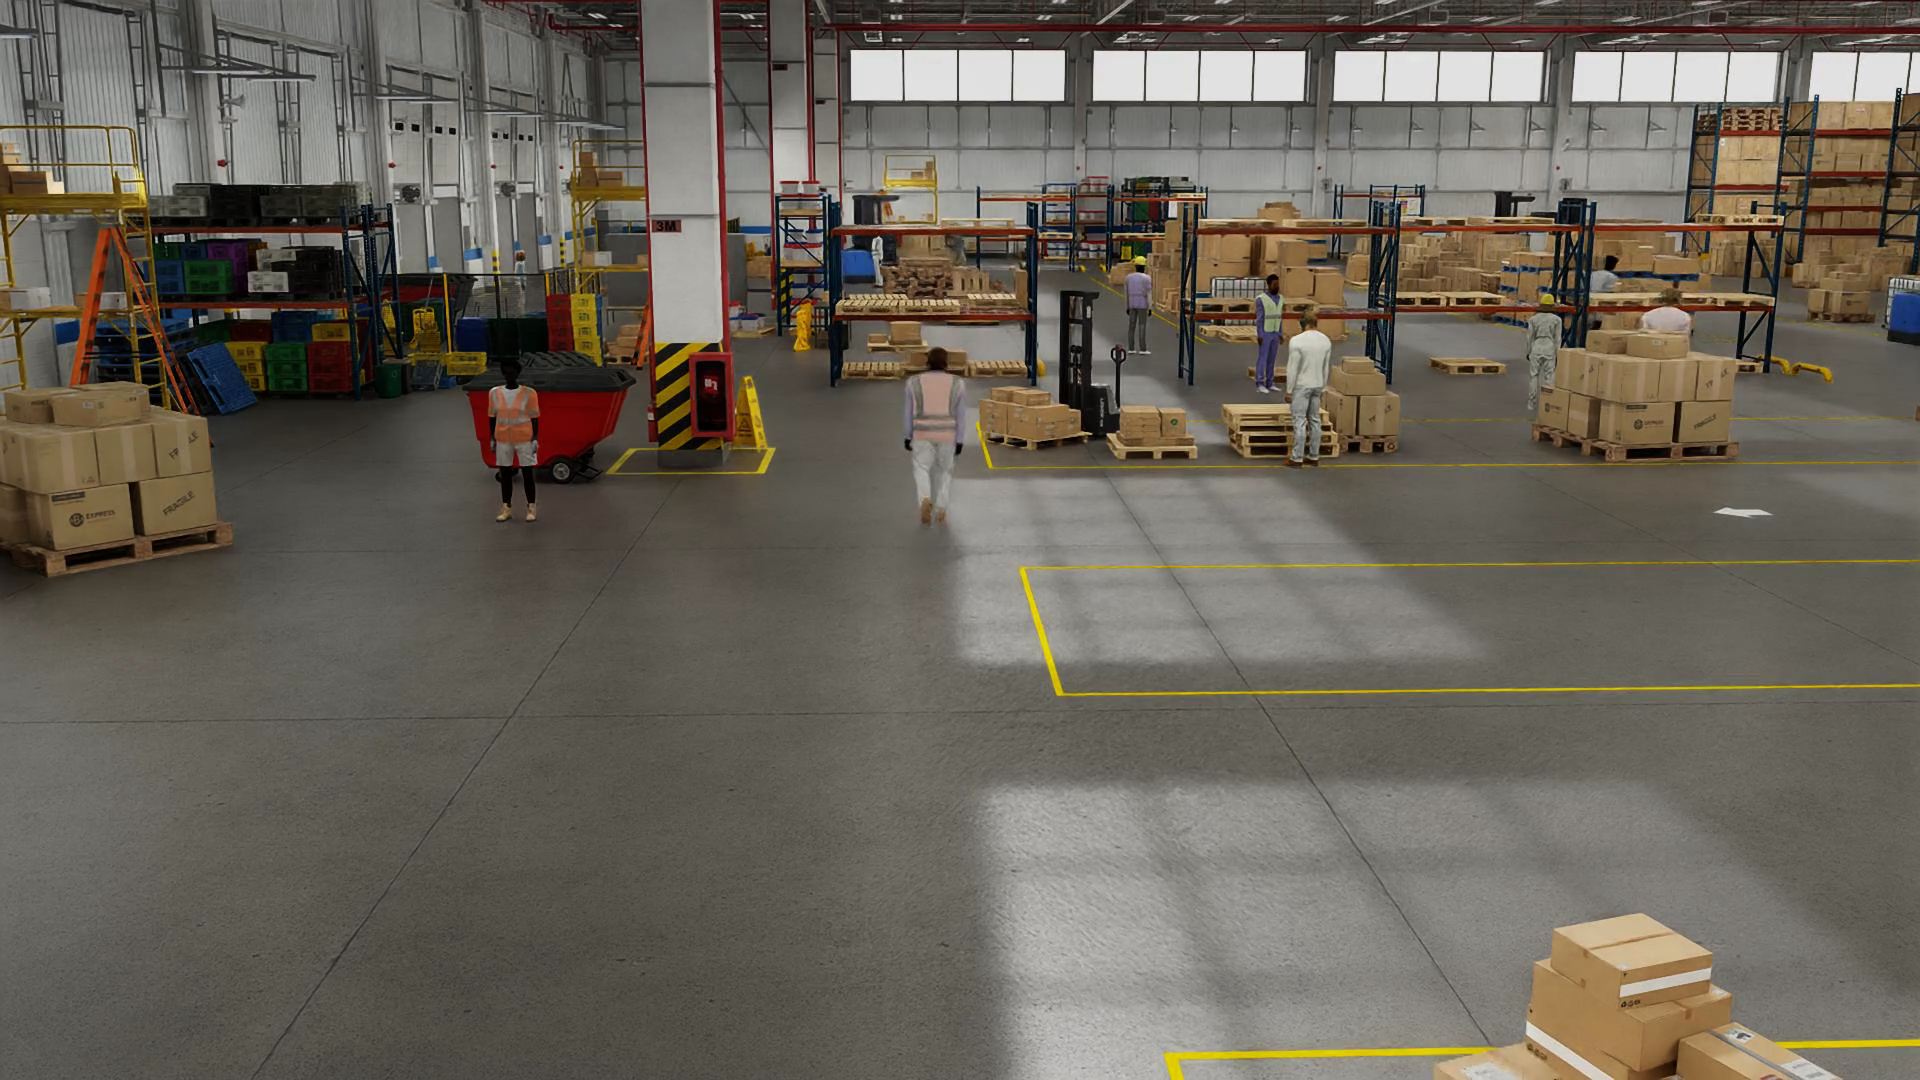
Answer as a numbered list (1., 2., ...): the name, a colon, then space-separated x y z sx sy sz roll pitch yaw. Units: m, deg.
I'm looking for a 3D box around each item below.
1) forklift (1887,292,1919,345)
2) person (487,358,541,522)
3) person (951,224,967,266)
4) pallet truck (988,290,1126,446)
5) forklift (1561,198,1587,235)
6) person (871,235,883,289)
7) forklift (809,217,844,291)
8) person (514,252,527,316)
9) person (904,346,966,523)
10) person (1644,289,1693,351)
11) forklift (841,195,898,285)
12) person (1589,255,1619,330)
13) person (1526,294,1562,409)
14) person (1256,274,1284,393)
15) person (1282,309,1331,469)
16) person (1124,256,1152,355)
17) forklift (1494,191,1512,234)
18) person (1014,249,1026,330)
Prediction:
1. forklift: 20.286 -5.377 33.999 1.873 2.768 1.129 0 12 -2
2. person: -4.561 -1.019 17.015 0.540 1.696 0.315 0 12 1
3. person: -0.016 -9.451 54.685 1.041 1.887 0.650 -3 13 -15
4. pallet truck: 1.257 -2.299 22.111 1.885 1.965 0.823 -9 15 -35
5. forklift: 17.204 -8.212 46.797 1.873 2.768 1.129 0 12 -2
6. person: -2.541 -8.665 51.133 0.343 1.881 0.580 -6 14 -24
7. forklift: -4.375 -8.619 48.637 1.873 2.768 1.129 0 12 -2
8. person: -10.757 -6.239 40.740 0.313 1.633 0.522 -5 13 -22
9. person: -0.247 -1.048 16.843 0.641 1.829 0.630 -1 13 -4
10. person: 9.981 -2.571 23.516 0.701 1.913 0.486 6 14 27
11. forklift: -3.082 -9.581 52.978 1.873 2.768 1.129 -7 14 -29
12. person: 12.790 -4.719 33.197 0.657 1.919 0.618 -6 14 -25
13. person: 8.816 -2.840 25.132 0.492 1.742 0.320 5 13 21
14. person: 5.037 -3.358 27.079 0.593 1.917 0.392 -10 16 -39
15. person: 4.197 -1.829 20.155 0.626 1.933 0.369 -8 15 -32
16. person: 3.516 -4.601 32.664 0.593 1.926 0.366 8 15 34
17. forklift: 20.464 -11.777 62.895 1.873 2.768 1.129 0 12 -2
18. person: 1.482 -5.701 37.900 0.520 1.819 0.827 4 13 16
